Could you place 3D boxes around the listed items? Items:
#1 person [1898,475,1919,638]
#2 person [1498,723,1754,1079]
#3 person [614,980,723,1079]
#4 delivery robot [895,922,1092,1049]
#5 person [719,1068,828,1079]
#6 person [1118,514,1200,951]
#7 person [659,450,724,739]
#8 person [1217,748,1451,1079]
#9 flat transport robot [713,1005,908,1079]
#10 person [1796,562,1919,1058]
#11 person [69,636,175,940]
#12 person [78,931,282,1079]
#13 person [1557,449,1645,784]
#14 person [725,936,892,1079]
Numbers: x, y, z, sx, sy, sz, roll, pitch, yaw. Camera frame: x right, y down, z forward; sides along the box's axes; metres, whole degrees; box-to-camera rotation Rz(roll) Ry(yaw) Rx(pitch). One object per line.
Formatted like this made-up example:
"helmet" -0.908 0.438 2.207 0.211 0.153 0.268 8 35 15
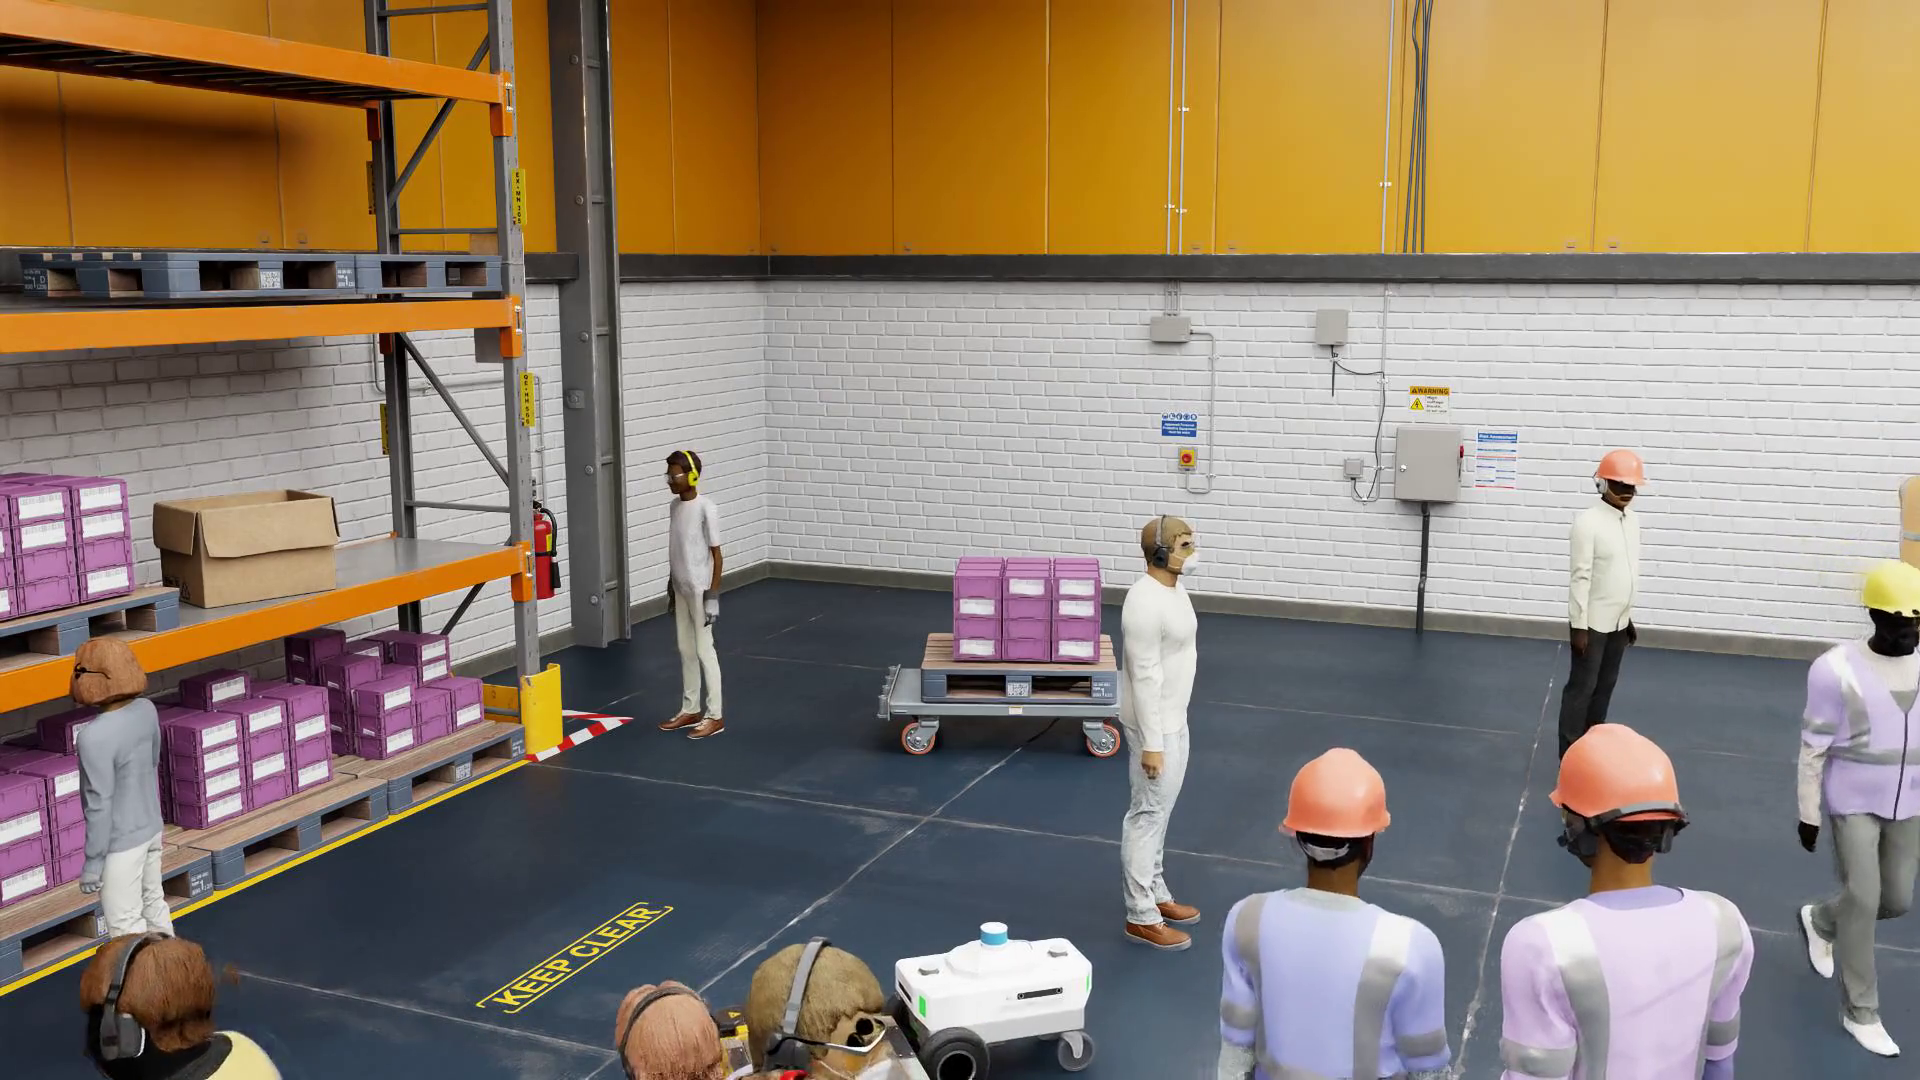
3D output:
"person" 6.687 0.195 11.458 0.375 1.932 0.544 -1 9 -6
"person" 1.420 1.412 3.725 0.616 2.040 0.382 -3 10 -19
"person" -0.527 1.700 3.340 0.525 1.595 0.832 -3 10 -16
"delivery robot" 0.130 1.687 6.271 0.707 0.478 0.477 -3 10 -18
"person" -0.133 1.701 2.647 0.513 1.824 0.561 -3 10 -17
"person" 0.906 0.845 7.474 0.372 1.940 0.631 3 10 17
"person" -1.729 0.346 10.719 0.309 1.864 0.535 -9 13 -43
"person" 0.839 1.450 3.954 0.538 1.907 0.953 8 12 39
"flat transport robot" -0.433 1.962 5.744 0.652 0.197 1.431 -3 10 -17
"person" 3.587 1.002 6.607 0.593 1.909 0.716 -1 9 -6
"person" -3.228 1.172 6.404 0.280 1.636 0.501 0 9 -2
"person" -1.485 1.625 3.228 0.966 1.787 0.629 -1 9 -8
"person" 3.737 0.462 9.631 0.612 1.991 0.392 -8 12 -39
"person" -0.287 1.609 2.853 0.371 1.935 0.629 -3 10 -15
